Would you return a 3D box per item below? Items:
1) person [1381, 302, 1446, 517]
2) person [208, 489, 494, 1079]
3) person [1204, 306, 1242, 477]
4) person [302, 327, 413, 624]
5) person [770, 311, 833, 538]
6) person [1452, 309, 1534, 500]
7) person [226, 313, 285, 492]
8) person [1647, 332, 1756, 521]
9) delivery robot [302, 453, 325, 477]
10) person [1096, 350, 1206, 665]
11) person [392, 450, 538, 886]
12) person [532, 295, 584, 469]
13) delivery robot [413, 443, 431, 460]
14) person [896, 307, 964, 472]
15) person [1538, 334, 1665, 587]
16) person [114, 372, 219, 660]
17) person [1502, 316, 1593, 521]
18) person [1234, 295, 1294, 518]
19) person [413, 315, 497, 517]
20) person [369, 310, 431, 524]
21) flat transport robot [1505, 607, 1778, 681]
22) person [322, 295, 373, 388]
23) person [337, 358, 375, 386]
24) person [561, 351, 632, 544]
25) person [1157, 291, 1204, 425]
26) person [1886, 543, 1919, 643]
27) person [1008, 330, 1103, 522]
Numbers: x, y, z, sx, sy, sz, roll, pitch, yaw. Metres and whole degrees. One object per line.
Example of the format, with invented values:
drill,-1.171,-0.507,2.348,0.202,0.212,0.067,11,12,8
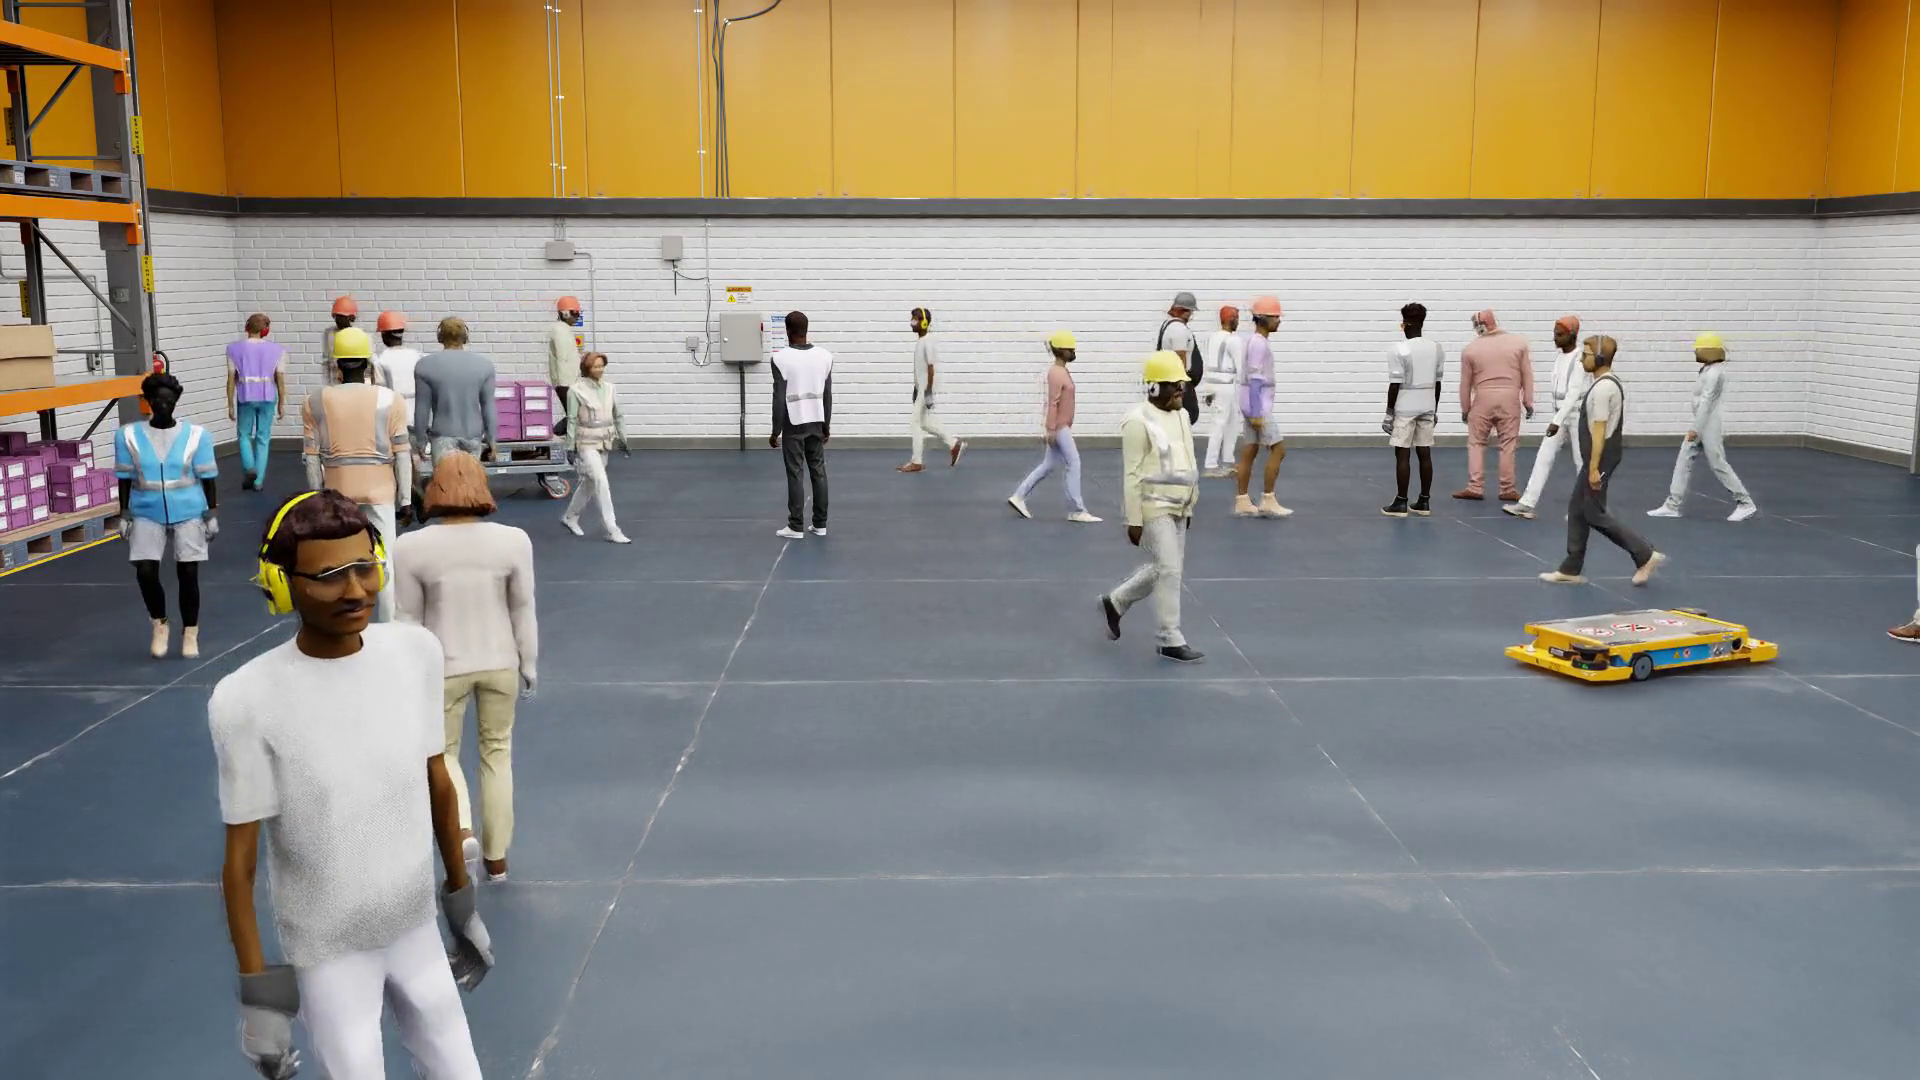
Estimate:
person,4.144,-1.193,15.253,0.605,1.966,0.367,-4,10,-24
person,-1.200,0.806,3.346,0.632,1.849,0.573,7,11,35
person,2.964,-1.618,18.174,0.717,1.859,0.589,-3,10,-16
person,-3.484,-0.265,9.672,0.589,1.930,0.360,-2,9,-11
person,-1.333,-0.968,14.038,0.589,1.915,0.393,-7,12,-38
person,5.271,-1.312,16.296,0.742,1.873,0.396,3,10,16
person,-7.151,-1.396,16.936,0.578,1.816,0.425,-5,10,-26
person,6.778,-1.030,15.033,0.868,1.707,0.486,2,9,12
delivery robot,-6.282,-0.800,16.876,0.707,0.478,0.477,-7,11,-36
person,1.115,-0.204,9.671,0.728,1.807,0.600,7,11,35
person,-1.767,0.491,6.010,0.506,1.622,0.536,-4,10,-22
person,-4.468,-1.764,18.707,0.551,1.977,0.630,0,9,-3
delivery robot,-5.674,-0.866,17.282,0.707,0.478,0.477,-7,11,-36
person,-0.342,-1.683,18.640,0.721,1.847,0.527,-1,9,-8
person,4.585,-0.546,11.771,0.763,1.823,0.510,4,10,24
person,-4.551,-0.129,9.580,0.551,1.680,0.384,-4,10,-22
person,5.316,-1.059,14.787,0.941,1.839,0.577,-2,9,-9
person,2.814,-1.193,15.066,0.689,2.024,0.632,1,9,6
person,-3.947,-0.809,13.091,0.632,1.913,0.876,-5,10,-28
person,-4.901,-1.065,14.672,0.545,1.915,0.793,-9,13,-44
flat transport robot,3.910,0.585,9.537,1.431,0.197,0.652,-4,10,-24
person,-6.584,-1.675,18.142,0.633,2.005,0.906,3,10,19
person,-4.561,-0.588,12.601,0.549,1.603,0.525,-9,13,-44
person,-3.088,-0.792,13.936,0.876,1.596,0.531,6,11,33
person,2.494,-1.844,19.017,0.555,2.000,0.766,-1,9,-8
person,5.910,-0.262,9.898,0.565,1.844,0.741,-4,10,-21
person,0.839,-1.024,14.933,0.843,1.736,0.529,2,9,11
